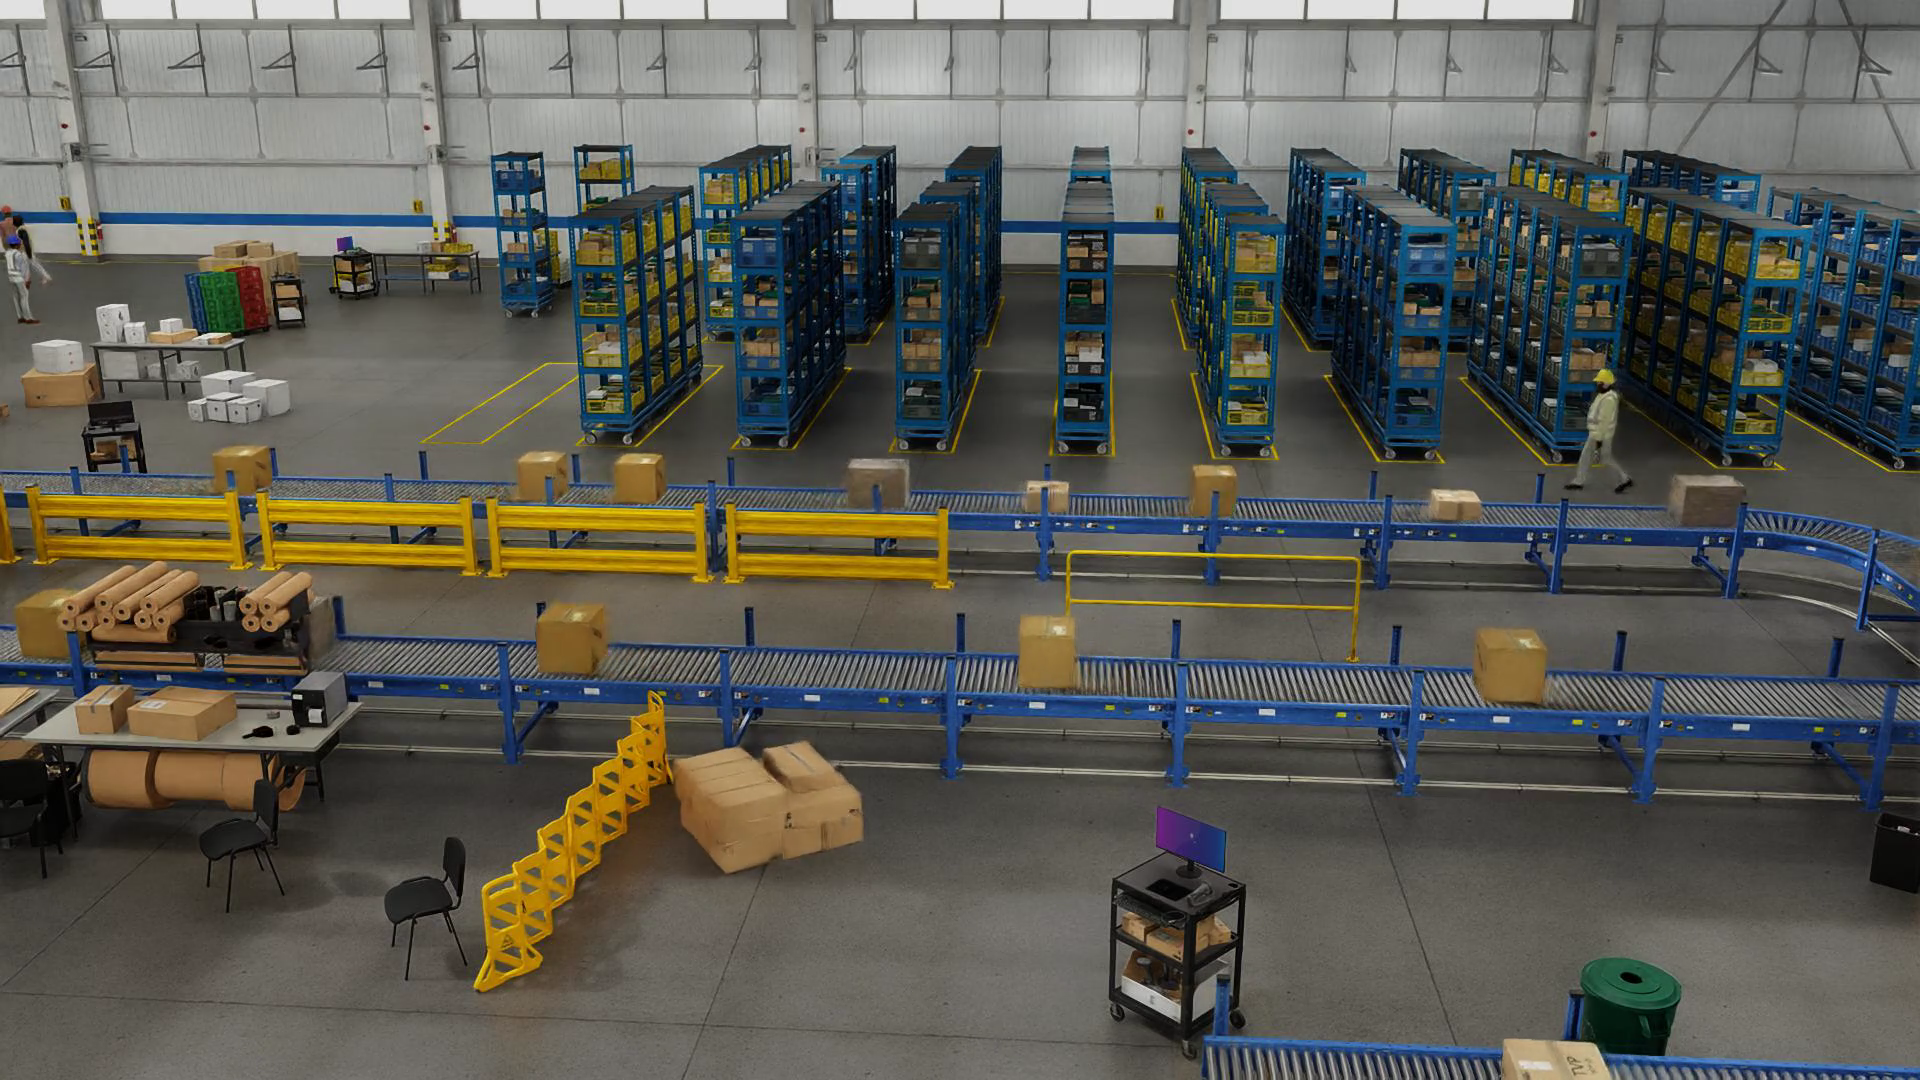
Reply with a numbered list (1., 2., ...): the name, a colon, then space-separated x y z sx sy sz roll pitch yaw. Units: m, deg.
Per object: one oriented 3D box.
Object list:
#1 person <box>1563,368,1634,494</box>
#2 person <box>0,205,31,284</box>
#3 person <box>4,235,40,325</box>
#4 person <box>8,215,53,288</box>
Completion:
1. person: 9.121 -1.531 23.478 0.893 1.802 0.592 3 18 9
2. person: -23.877 -7.461 42.034 0.622 1.963 0.921 -13 22 -36
3. person: -20.612 -5.701 36.460 0.602 1.949 0.391 11 21 31
4. person: -23.298 -7.214 41.527 0.981 1.796 0.616 -7 19 -22
